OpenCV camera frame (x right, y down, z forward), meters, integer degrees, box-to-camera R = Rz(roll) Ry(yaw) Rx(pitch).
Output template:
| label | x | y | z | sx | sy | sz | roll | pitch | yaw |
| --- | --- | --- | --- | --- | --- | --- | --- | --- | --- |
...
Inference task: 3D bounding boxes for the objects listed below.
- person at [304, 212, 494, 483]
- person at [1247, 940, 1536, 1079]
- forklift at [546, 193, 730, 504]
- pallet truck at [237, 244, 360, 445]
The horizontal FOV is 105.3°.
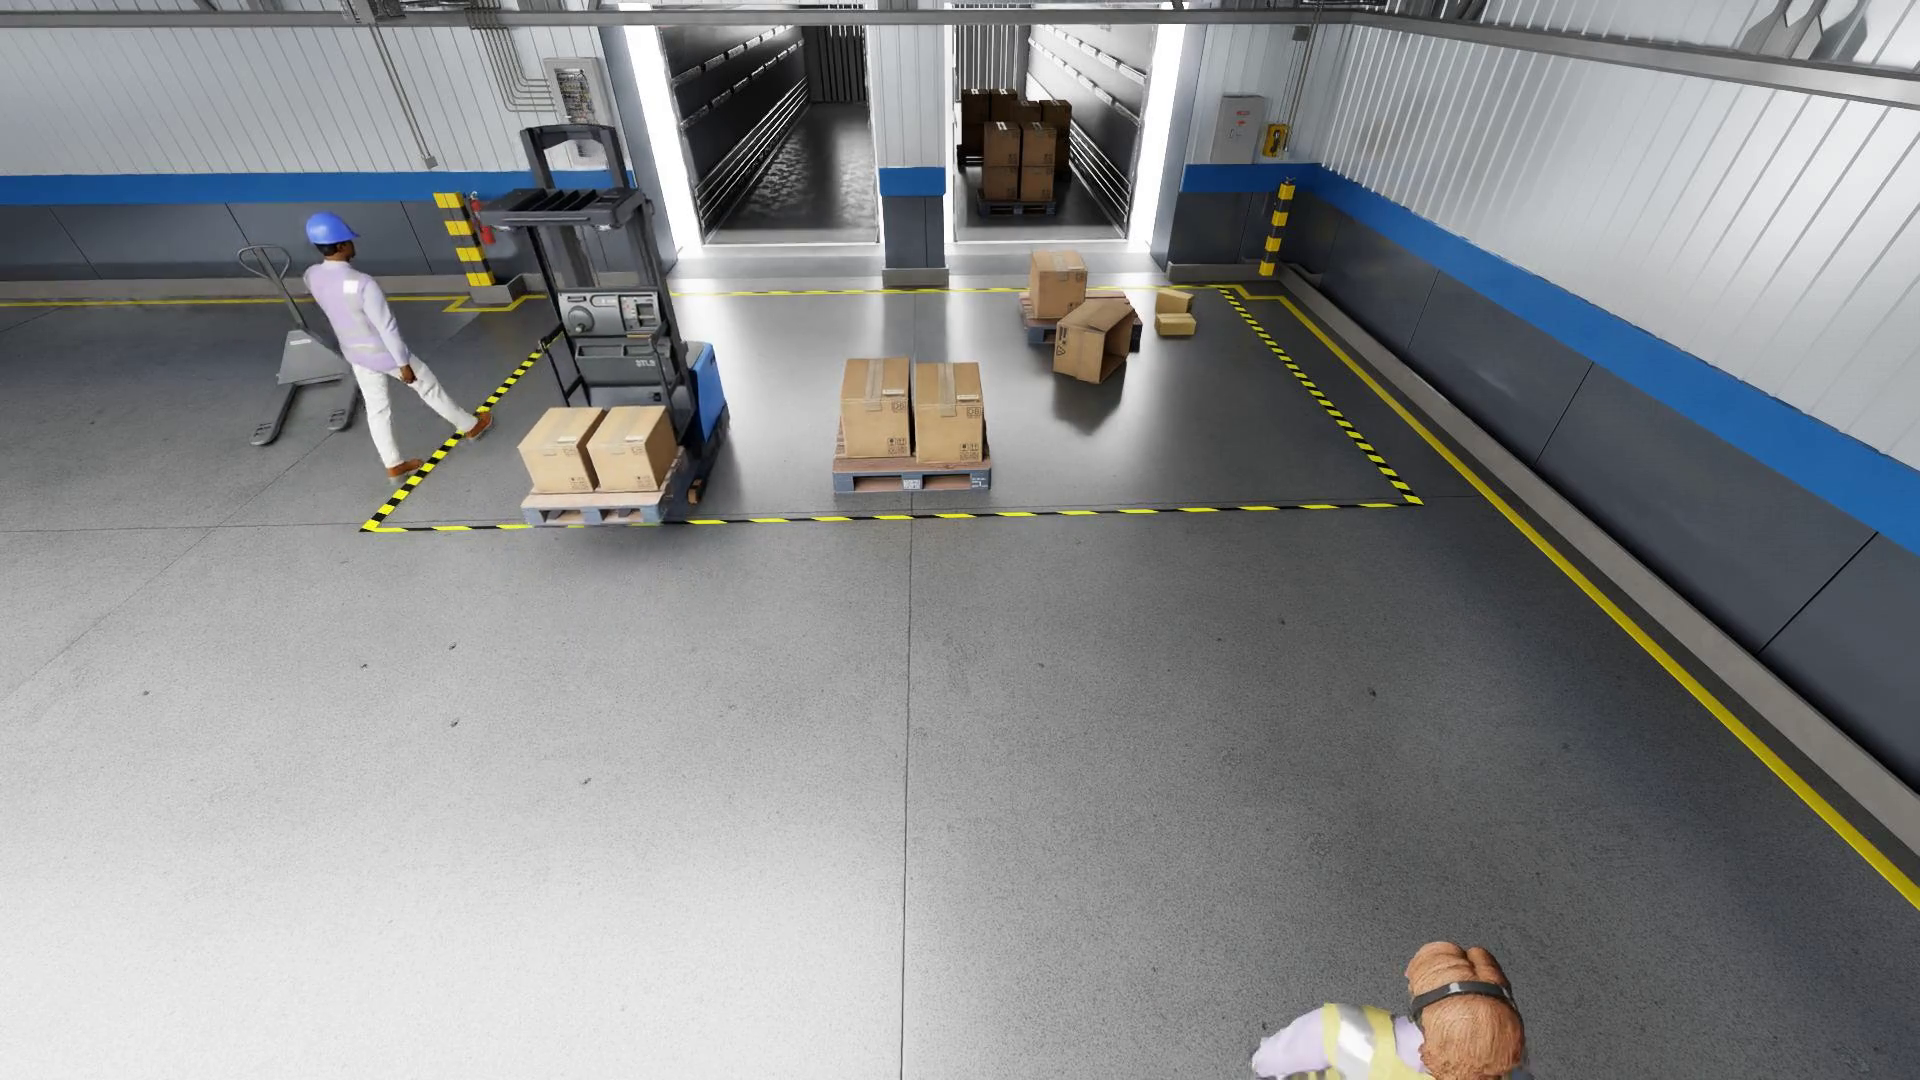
| label | x | y | z | sx | sy | sz | roll | pitch | yaw |
| --- | --- | --- | --- | --- | --- | --- | --- | --- | --- |
| person | -4.256 | -1.452 | 5.473 | 0.619 | 1.894 | 0.980 | 8 | 39 | 10 |
| person | 1.039 | 1.551 | 1.939 | 0.523 | 1.586 | 0.903 | 10 | 40 | 13 |
| forklift | -2.358 | -1.556 | 5.498 | 0.716 | 2.013 | 0.776 | -1 | 38 | -2 |
| pallet truck | -5.915 | -1.733 | 6.366 | 0.680 | 1.201 | 1.601 | -18 | 42 | -21 |
